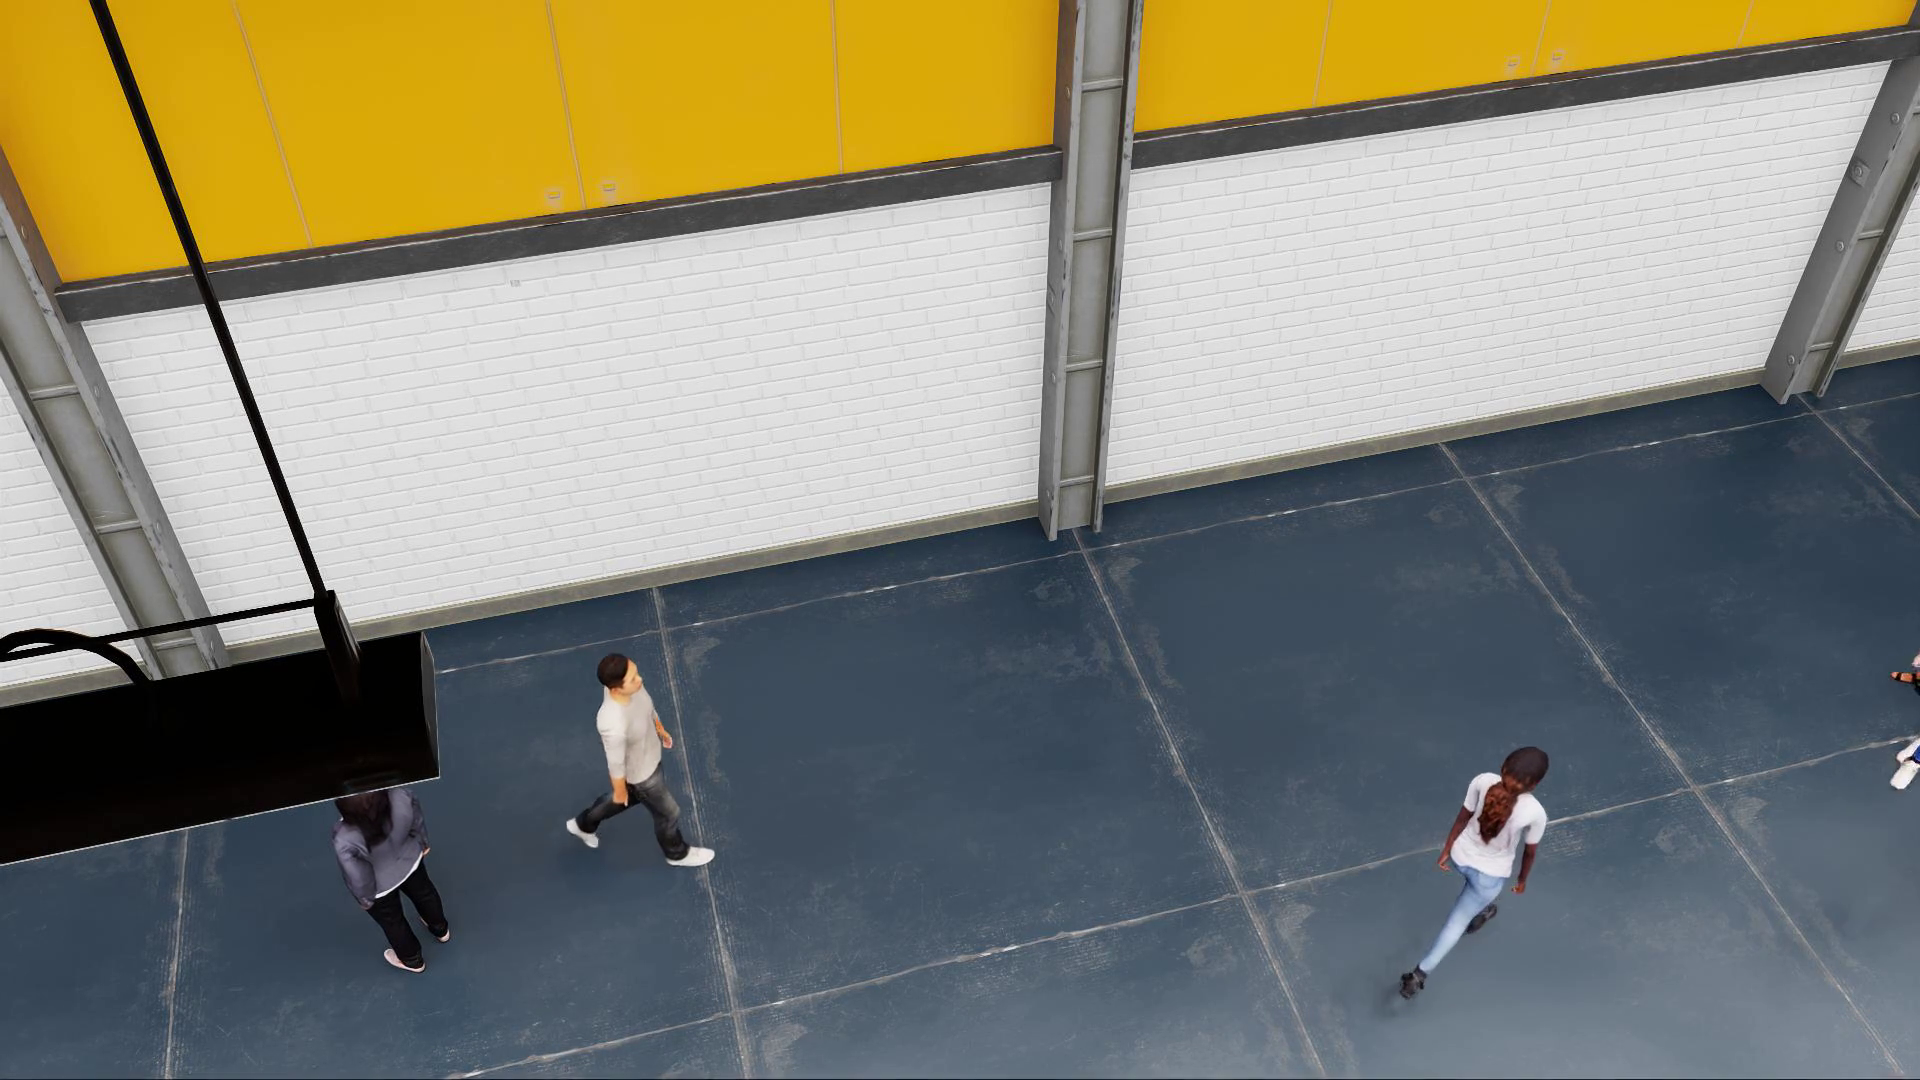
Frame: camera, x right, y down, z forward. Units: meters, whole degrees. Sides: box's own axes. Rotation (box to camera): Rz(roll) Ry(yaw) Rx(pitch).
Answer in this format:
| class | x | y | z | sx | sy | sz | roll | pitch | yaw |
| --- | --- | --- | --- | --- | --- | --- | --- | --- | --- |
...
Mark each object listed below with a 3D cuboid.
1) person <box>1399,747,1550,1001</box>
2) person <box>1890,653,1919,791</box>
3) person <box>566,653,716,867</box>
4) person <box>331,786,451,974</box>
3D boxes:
| class | x | y | z | sx | sy | sz | roll | pitch | yaw |
| --- | --- | --- | --- | --- | --- | --- | --- | --- | --- |
| person | 2.695 | 1.792 | 8.835 | 1.257 | 1.660 | 0.975 | -33 | 53 | -30 |
| person | 6.039 | 0.753 | 9.865 | 0.845 | 1.744 | 0.810 | -24 | 49 | -23 |
| person | -1.900 | 1.245 | 9.317 | 1.132 | 1.786 | 0.787 | -2 | 44 | -2 |
| person | -3.071 | 1.755 | 8.919 | 0.861 | 1.597 | 0.796 | 24 | 48 | 23 |
